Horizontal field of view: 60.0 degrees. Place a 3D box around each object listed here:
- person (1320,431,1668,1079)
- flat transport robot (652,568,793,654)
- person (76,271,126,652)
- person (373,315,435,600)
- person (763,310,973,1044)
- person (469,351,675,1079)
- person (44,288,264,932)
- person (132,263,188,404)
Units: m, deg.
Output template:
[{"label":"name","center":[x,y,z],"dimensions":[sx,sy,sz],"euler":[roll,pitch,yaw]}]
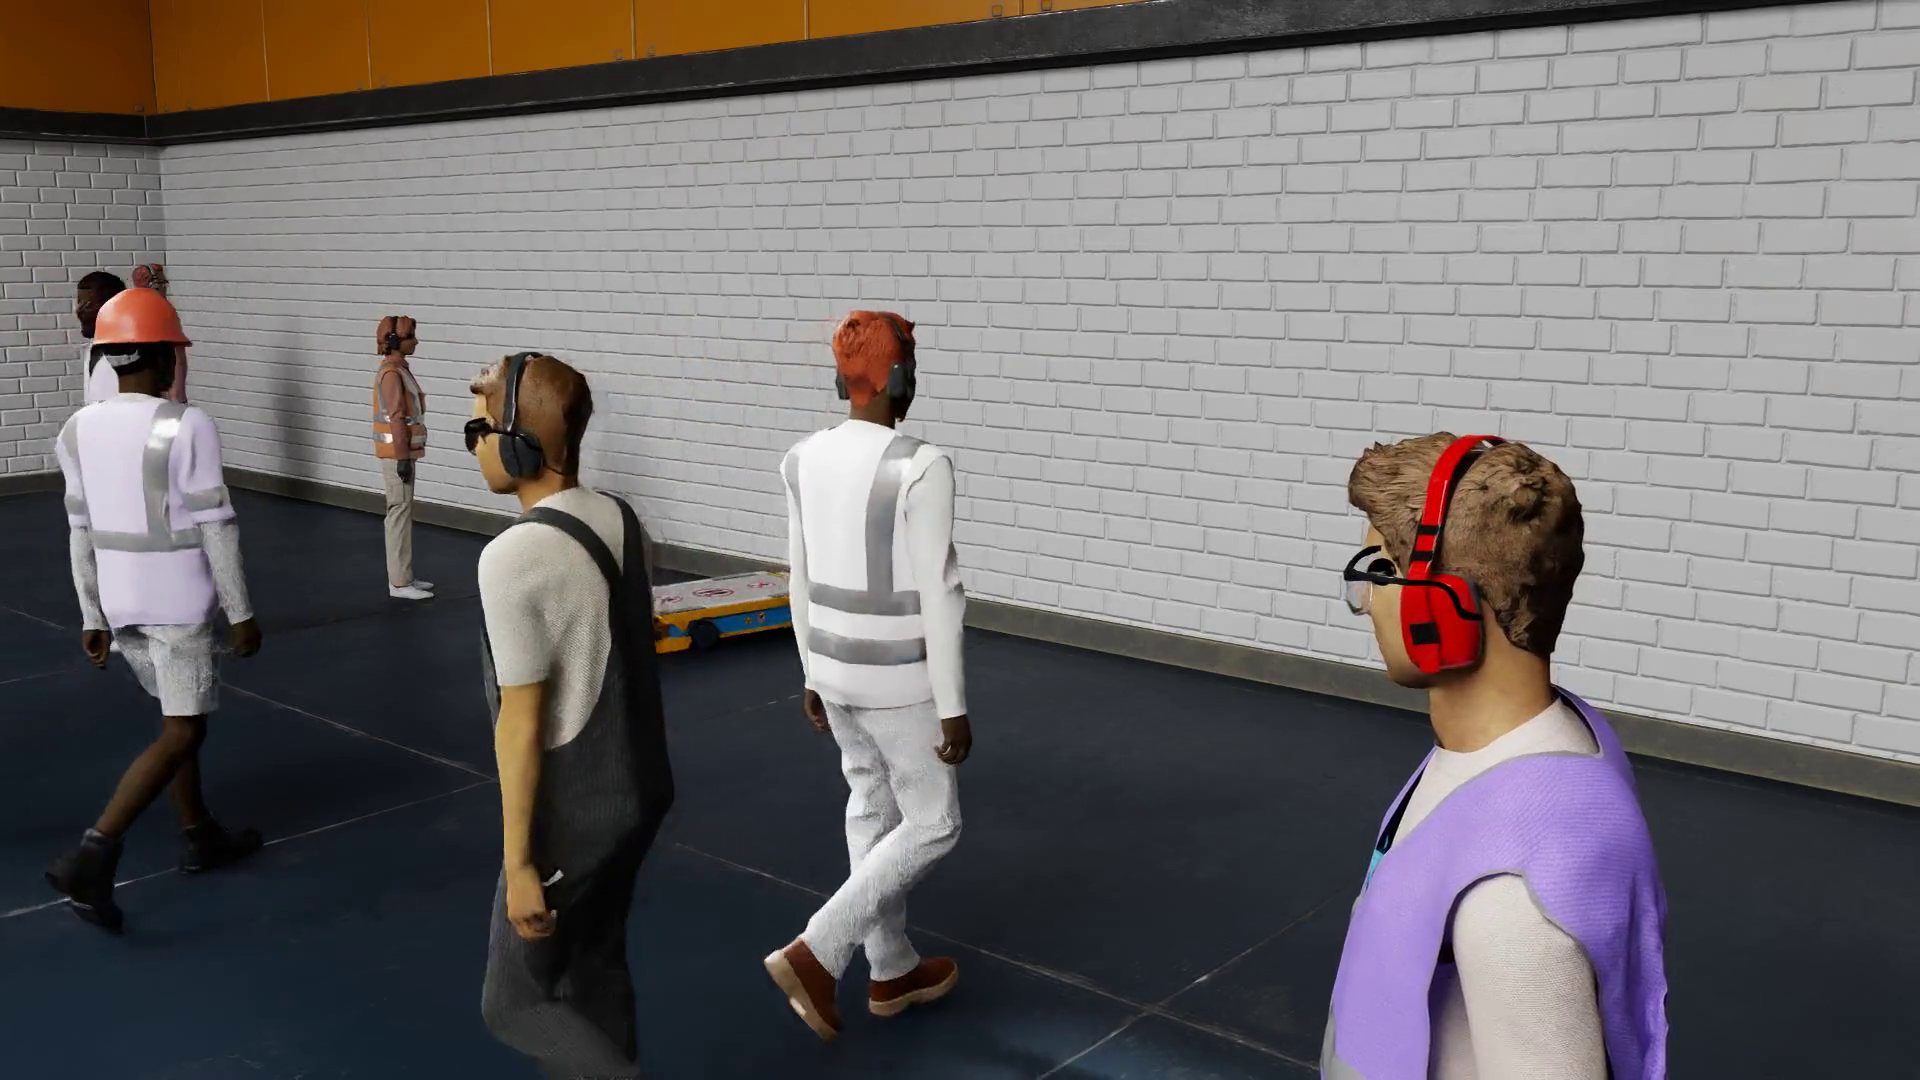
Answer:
[{"label":"person","center":[0.561,0.806,1.757],"dimensions":[0.373,1.840,0.570],"euler":[3,10,16]},{"label":"flat transport robot","center":[-1.232,0.358,8.777],"dimensions":[1.431,0.197,0.652],"euler":[-8,13,-38]},{"label":"person","center":[-4.145,-0.378,8.309],"dimensions":[0.460,1.909,0.589],"euler":[-9,13,-41]},{"label":"person","center":[-3.235,-0.477,9.642],"dimensions":[0.307,1.638,0.525],"euler":[-3,10,-17]},{"label":"person","center":[-0.240,0.359,4.201],"dimensions":[0.600,1.870,0.639],"euler":[10,14,44]},{"label":"person","center":[-0.699,0.549,3.255],"dimensions":[0.500,1.829,0.518],"euler":[4,11,19]},{"label":"person","center":[-2.495,0.198,5.059],"dimensions":[0.554,1.908,0.859],"euler":[4,11,21]},{"label":"person","center":[-5.883,-1.066,12.228],"dimensions":[0.639,1.910,0.407],"euler":[6,12,30]}]
